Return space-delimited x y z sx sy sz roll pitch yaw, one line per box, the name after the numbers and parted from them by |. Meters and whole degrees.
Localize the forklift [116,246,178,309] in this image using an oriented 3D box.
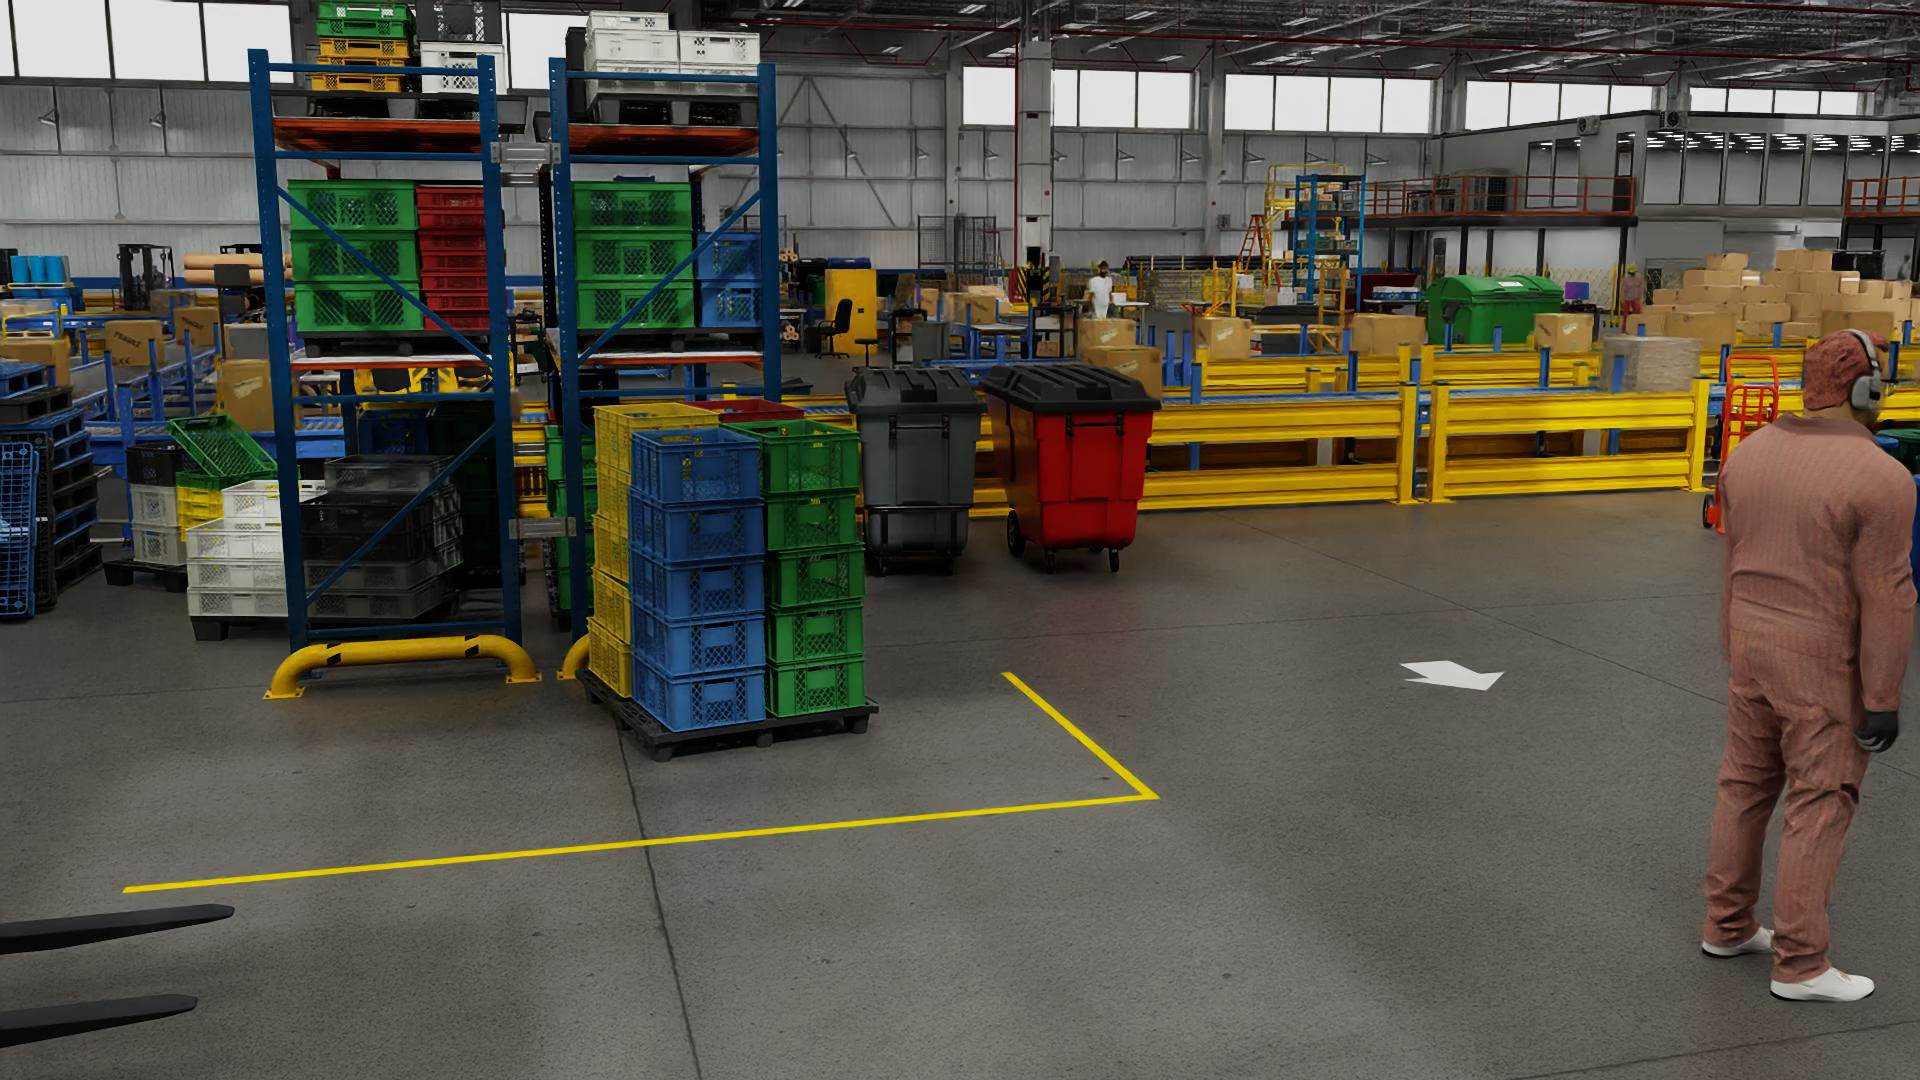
-19.966 -6.232 40.894 1.157 1.987 2.680 -3 10 -15 | forklift

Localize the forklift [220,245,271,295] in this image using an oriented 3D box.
-17.749 -6.334 41.440 1.157 1.987 2.680 -3 10 -17 | forklift

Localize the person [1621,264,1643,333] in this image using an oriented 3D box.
15.930 -5.680 39.405 0.569 1.701 0.853 0 10 0 | person

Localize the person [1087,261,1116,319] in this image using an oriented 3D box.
2.735 -4.442 32.055 0.495 1.847 0.432 -7 12 -33 | person

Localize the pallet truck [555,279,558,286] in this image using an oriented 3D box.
-10.604 -6.375 44.520 0.653 1.274 1.630 -3 10 -15 | pallet truck

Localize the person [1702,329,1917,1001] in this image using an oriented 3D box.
2.438 0.355 4.741 0.400 1.900 0.636 -3 10 -17 | person
